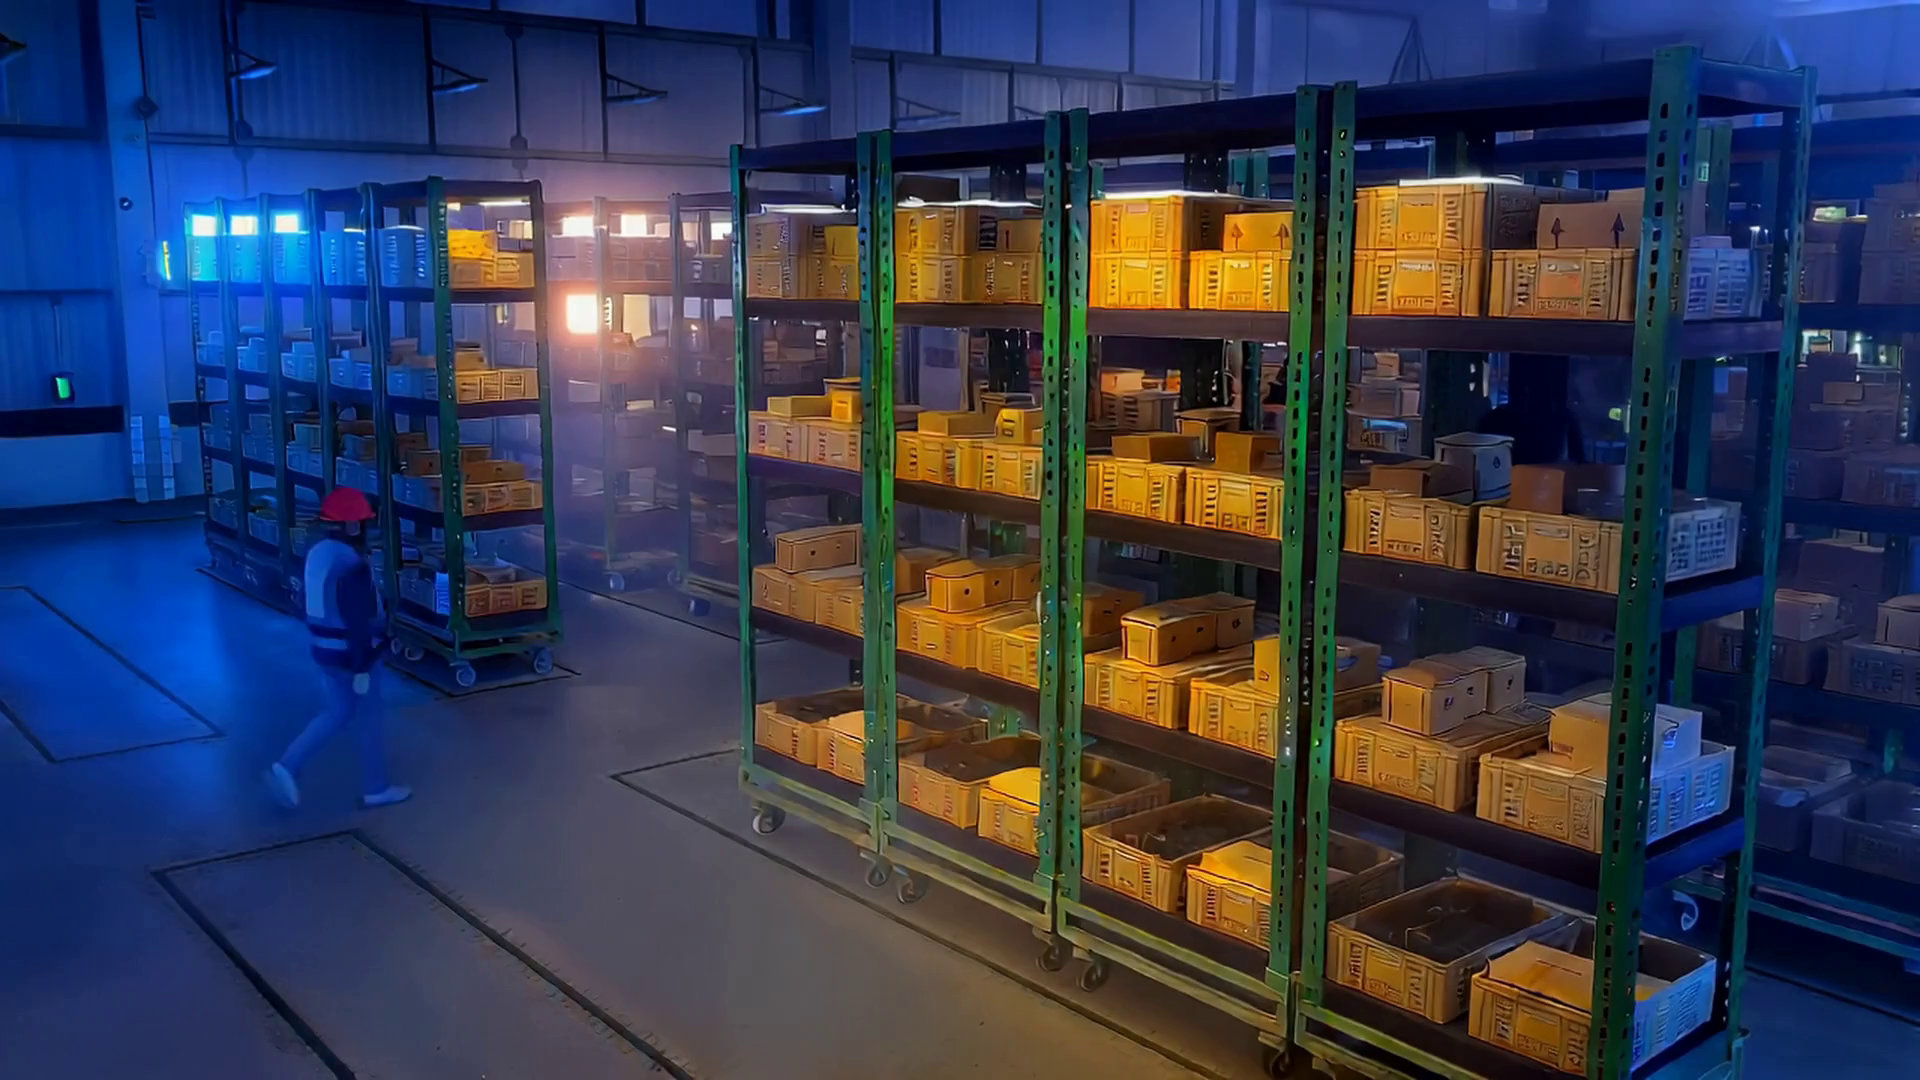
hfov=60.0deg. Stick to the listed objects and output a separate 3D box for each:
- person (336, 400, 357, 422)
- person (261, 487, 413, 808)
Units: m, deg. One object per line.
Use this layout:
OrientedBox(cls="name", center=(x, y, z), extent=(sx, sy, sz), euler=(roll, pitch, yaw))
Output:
OrientedBox(cls="person", center=(-6.171, -0.691, 16.862), extent=(0.380, 1.842, 0.570), euler=(-3, 10, -16))
OrientedBox(cls="person", center=(-3.426, 0.617, 9.083), extent=(0.693, 1.812, 0.601), euler=(-9, 13, -43))
